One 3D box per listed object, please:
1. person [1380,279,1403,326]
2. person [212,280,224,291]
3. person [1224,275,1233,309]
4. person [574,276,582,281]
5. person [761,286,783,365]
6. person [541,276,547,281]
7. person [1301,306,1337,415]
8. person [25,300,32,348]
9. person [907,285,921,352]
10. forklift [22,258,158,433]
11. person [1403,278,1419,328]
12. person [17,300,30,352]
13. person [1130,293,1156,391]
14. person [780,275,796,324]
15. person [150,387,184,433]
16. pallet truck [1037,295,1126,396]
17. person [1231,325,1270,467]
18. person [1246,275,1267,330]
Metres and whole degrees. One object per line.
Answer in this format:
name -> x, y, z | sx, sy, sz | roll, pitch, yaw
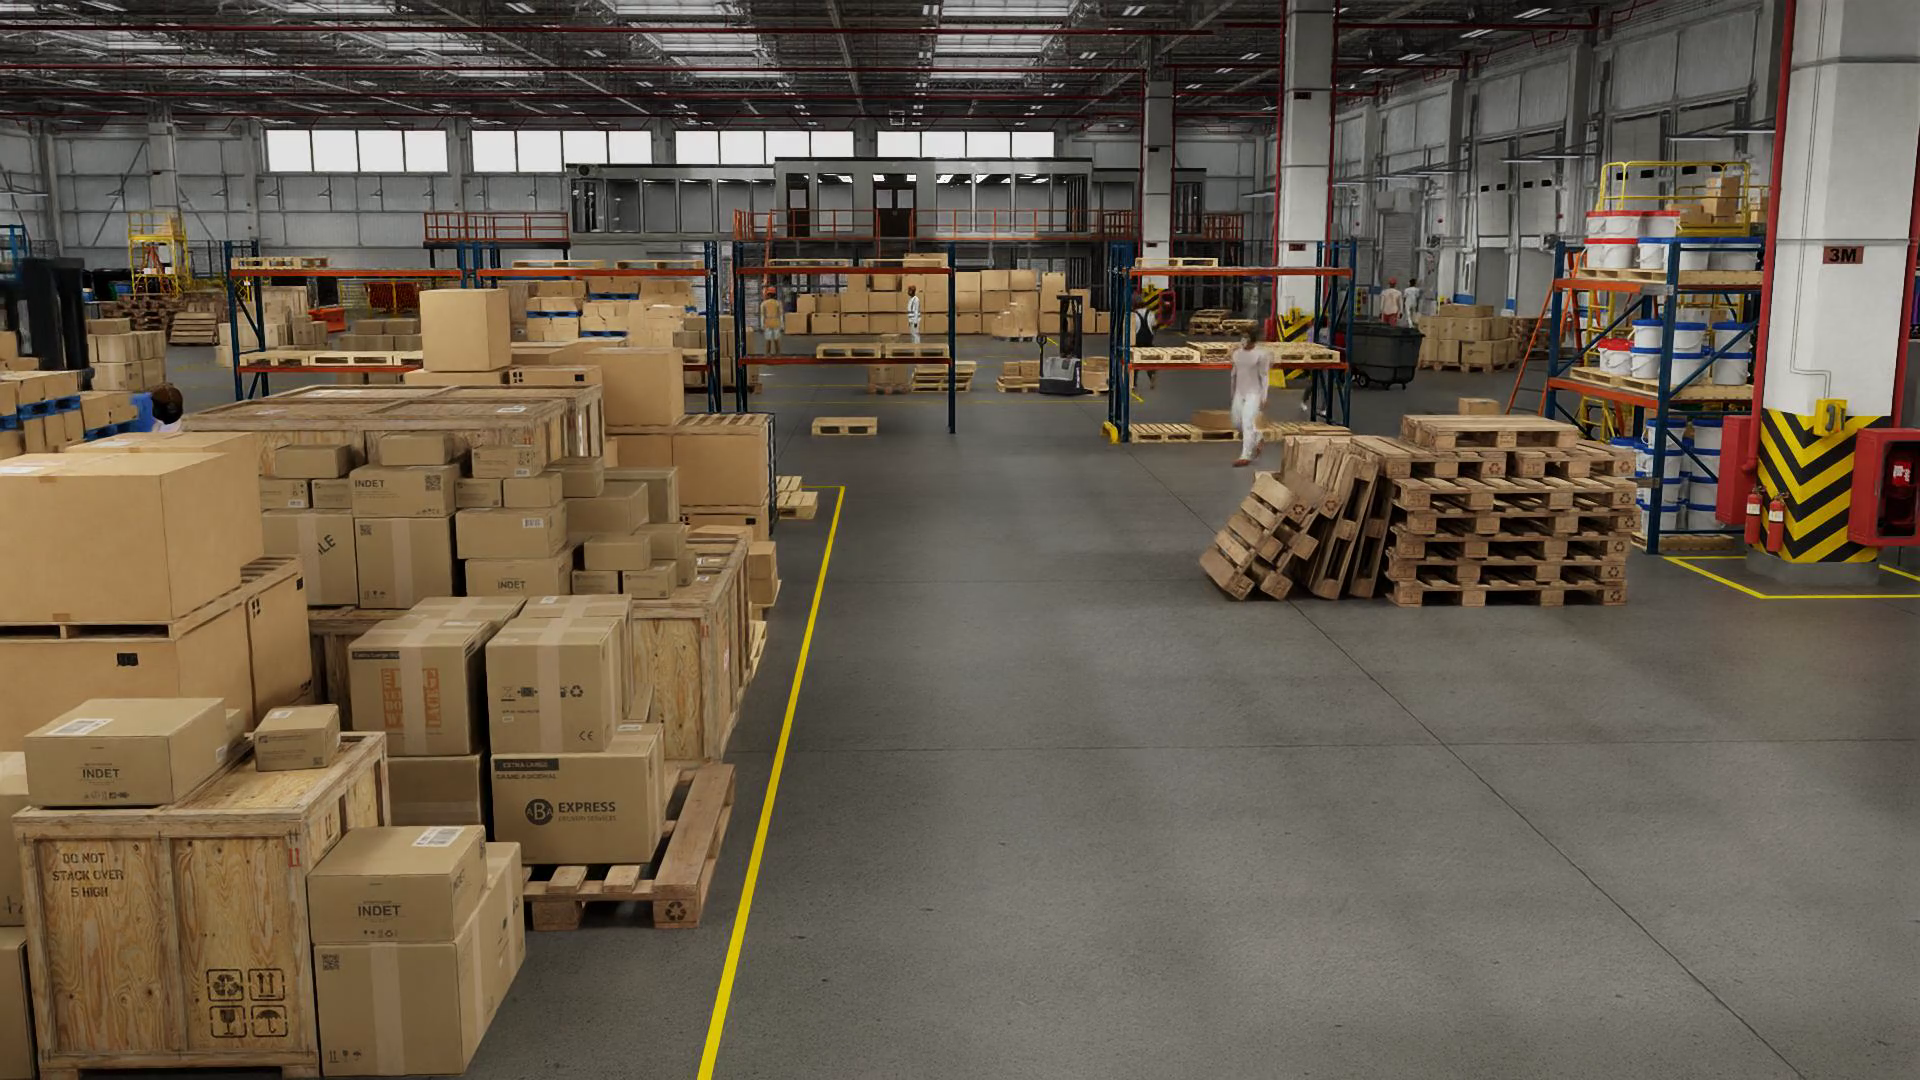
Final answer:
person -> 12.721, -6.717, 49.019 | 0.661, 1.932, 1.049 | 3, 11, 19
person -> -25.556, -8.112, 57.453 | 0.495, 1.706, 0.851 | 0, 10, 3
person -> 12.180, -11.363, 75.178 | 0.429, 1.842, 0.630 | 9, 13, 40
person -> -13.410, -8.349, 58.281 | 0.601, 1.886, 0.460 | 7, 12, 33
person -> -4.640, -5.295, 41.112 | 0.551, 1.932, 0.378 | -1, 10, -8
person -> -14.109, -8.009, 56.410 | 0.576, 1.872, 0.591 | 6, 12, 31
person -> 6.311, -3.155, 29.259 | 0.585, 1.913, 0.718 | -3, 11, -16
person -> -26.445, -6.392, 47.546 | 0.592, 1.819, 0.404 | 7, 12, 32
person -> -1.229, -5.831, 44.280 | 0.353, 1.877, 0.573 | -4, 11, -19
forklift -> -11.349, -2.173, 21.084 | 1.873, 2.768, 1.129 | 0, 10, -2
person -> 14.782, -7.649, 54.502 | 0.518, 1.847, 0.796 | -1, 10, -7
person -> -25.938, -6.003, 46.016 | 0.846, 1.590, 0.513 | 8, 13, 38
person -> 3.650, -4.008, 33.651 | 0.687, 2.000, 0.756 | -4, 11, -23
person -> -5.874, -8.122, 56.955 | 0.480, 1.900, 0.618 | 7, 13, 36
person -> -6.529, -0.360, 13.889 | 0.624, 1.840, 0.430 | 7, 12, 33
pallet truck -> 2.483, -3.881, 33.060 | 1.885, 1.965, 0.823 | -7, 13, -36
person -> 3.953, -1.953, 22.553 | 0.671, 1.924, 0.632 | -8, 13, -39
person -> 9.974, -8.000, 56.305 | 0.778, 1.903, 0.417 | 3, 11, 14
